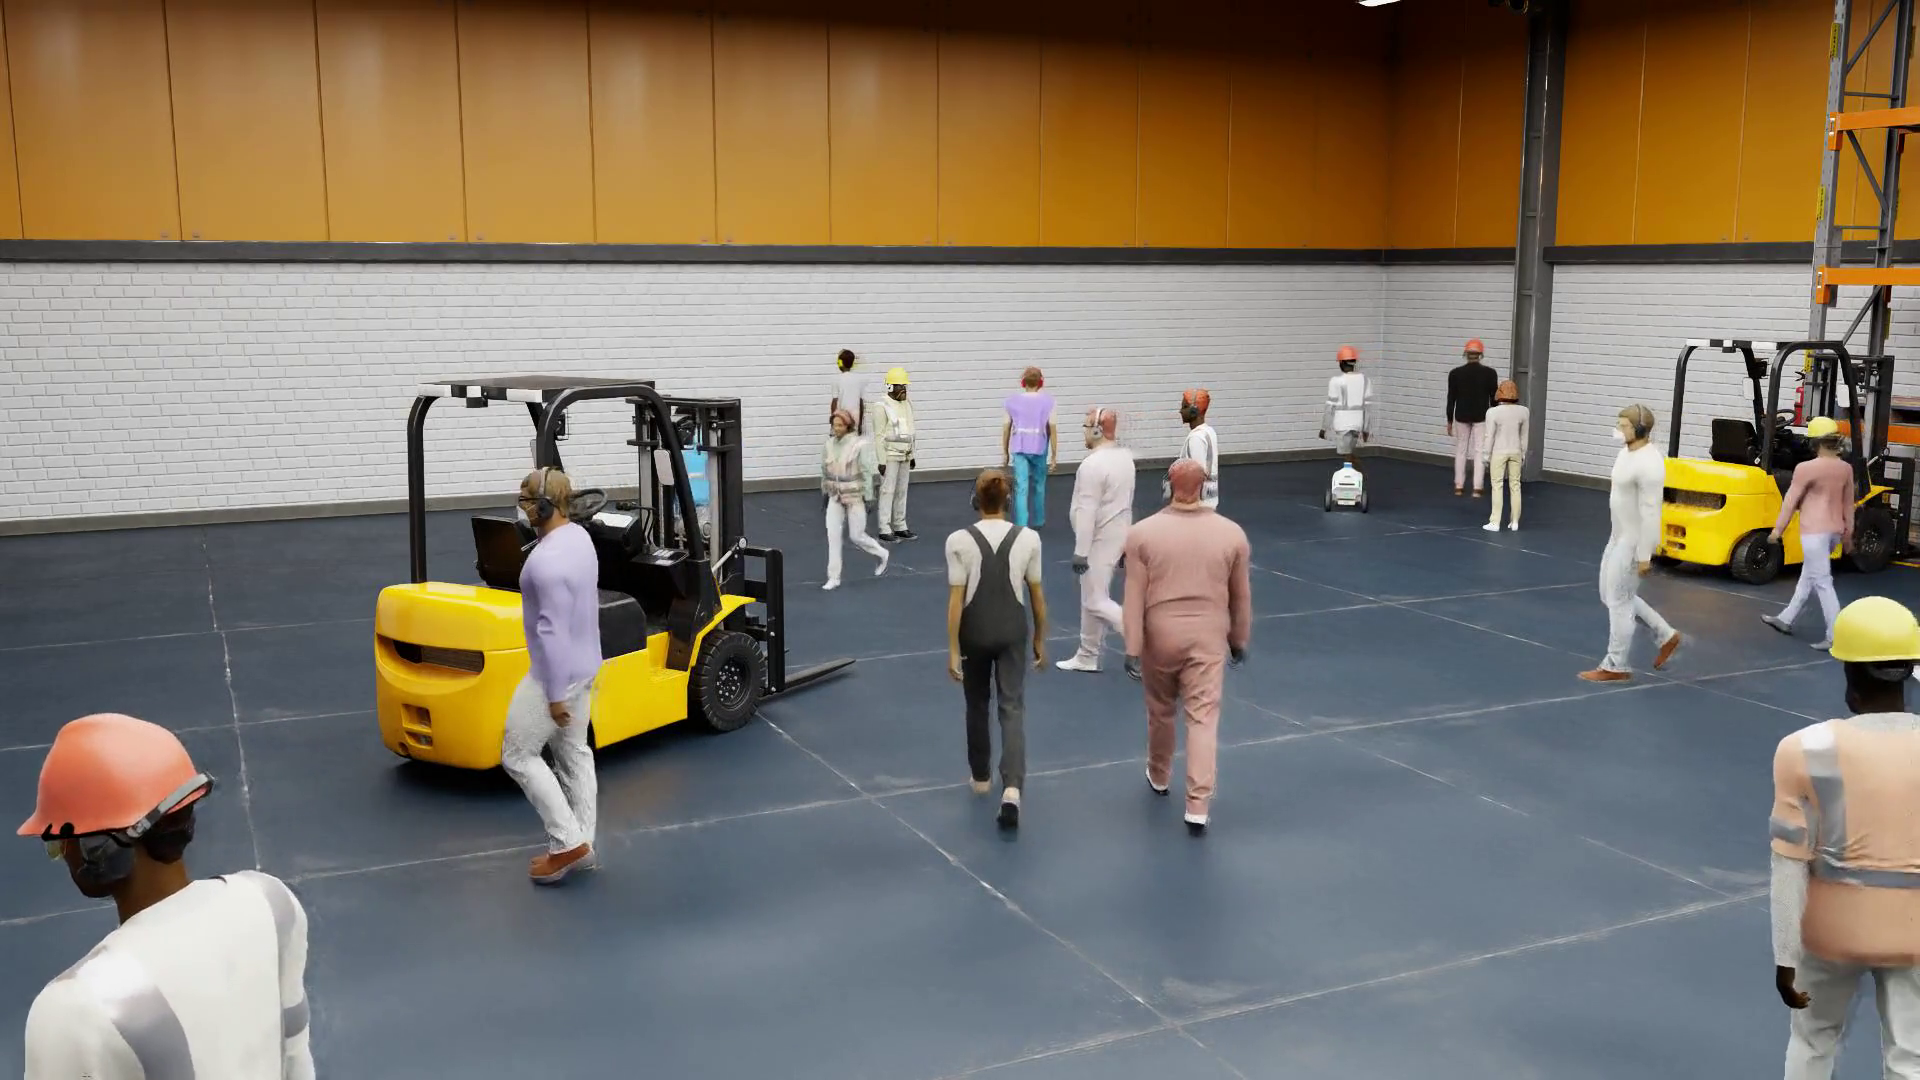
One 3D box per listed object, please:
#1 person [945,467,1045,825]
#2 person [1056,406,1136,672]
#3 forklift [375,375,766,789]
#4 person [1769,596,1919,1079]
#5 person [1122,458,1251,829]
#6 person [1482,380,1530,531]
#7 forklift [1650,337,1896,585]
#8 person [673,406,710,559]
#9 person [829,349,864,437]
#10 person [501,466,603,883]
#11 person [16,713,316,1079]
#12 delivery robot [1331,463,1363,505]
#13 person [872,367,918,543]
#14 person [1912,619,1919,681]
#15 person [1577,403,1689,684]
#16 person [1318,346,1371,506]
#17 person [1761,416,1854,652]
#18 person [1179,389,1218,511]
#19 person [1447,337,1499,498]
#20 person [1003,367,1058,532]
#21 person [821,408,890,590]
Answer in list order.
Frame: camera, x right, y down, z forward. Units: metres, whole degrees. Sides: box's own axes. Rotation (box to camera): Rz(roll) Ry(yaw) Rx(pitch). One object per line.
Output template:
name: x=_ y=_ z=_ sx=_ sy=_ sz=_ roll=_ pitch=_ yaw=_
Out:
person: x=0.194 y=0.531 z=8.560 sx=0.533 sy=1.810 sz=0.933 roll=-1 pitch=9 yaw=-6
person: x=1.026 y=0.027 z=11.400 sx=0.764 sy=1.886 sz=0.649 roll=4 pitch=10 yaw=24
forklift: x=-2.268 y=0.149 z=9.685 sx=1.214 sy=2.155 sz=2.313 roll=6 pitch=11 yaw=32
person: x=2.579 y=1.110 z=4.667 sx=0.595 sy=1.896 sz=0.877 roll=2 pitch=9 yaw=12
person: x=1.160 y=0.502 z=8.564 sx=0.661 sy=1.849 sz=1.017 roll=0 pitch=9 yaw=1
person: x=5.888 y=-0.906 z=17.967 sx=0.497 sy=1.633 sz=0.284 roll=-1 pitch=9 yaw=-9
forklift: x=7.551 y=-0.789 z=15.507 sx=2.313 sy=2.155 sz=1.214 roll=-4 pitch=10 yaw=-25
person: x=-2.336 y=-0.359 z=14.526 sx=0.542 sy=1.648 sz=0.880 roll=-7 pitch=12 yaw=-38
person: x=-1.439 y=-1.430 z=20.548 sx=0.550 sy=1.849 sz=0.581 roll=-7 pitch=11 yaw=-36
person: x=-1.861 y=0.619 z=7.607 sx=0.434 sy=1.924 sz=0.638 roll=1 pitch=9 yaw=6
person: x=-1.528 y=1.303 z=3.108 sx=0.863 sy=2.003 sz=0.632 roll=2 pitch=9 yaw=12
delivery robot: x=4.549 y=-0.666 z=19.525 sx=0.477 sy=0.478 sz=0.707 roll=2 pitch=10 yaw=14
person: x=-0.660 y=-0.878 z=17.216 sx=0.403 sy=1.825 sz=0.591 roll=6 pitch=11 yaw=32
person: x=6.737 y=0.103 z=11.007 sx=0.671 sy=1.854 sz=0.943 roll=-2 pitch=9 yaw=-14
person: x=4.582 y=0.034 z=11.228 sx=0.644 sy=1.927 sz=0.641 roll=1 pitch=9 yaw=9
person: x=4.600 y=-1.384 z=20.099 sx=0.547 sy=1.901 sz=0.889 roll=-4 pitch=10 yaw=-25
person: x=6.341 y=-0.058 z=12.436 sx=0.536 sy=1.723 sz=0.900 roll=-4 pitch=10 yaw=-25
person: x=1.865 y=-0.256 z=13.157 sx=0.340 sy=1.882 sz=0.586 roll=2 pitch=9 yaw=15
person: x=6.385 y=-1.523 z=20.718 sx=0.615 sy=2.000 sz=0.403 roll=5 pitch=10 yaw=26
person: x=0.744 y=-0.923 z=17.568 sx=0.583 sy=1.791 sz=0.961 roll=1 pitch=9 yaw=7
person: x=-0.955 y=-0.379 z=14.766 sx=0.549 sy=1.613 sz=0.637 roll=6 pitch=11 yaw=34
